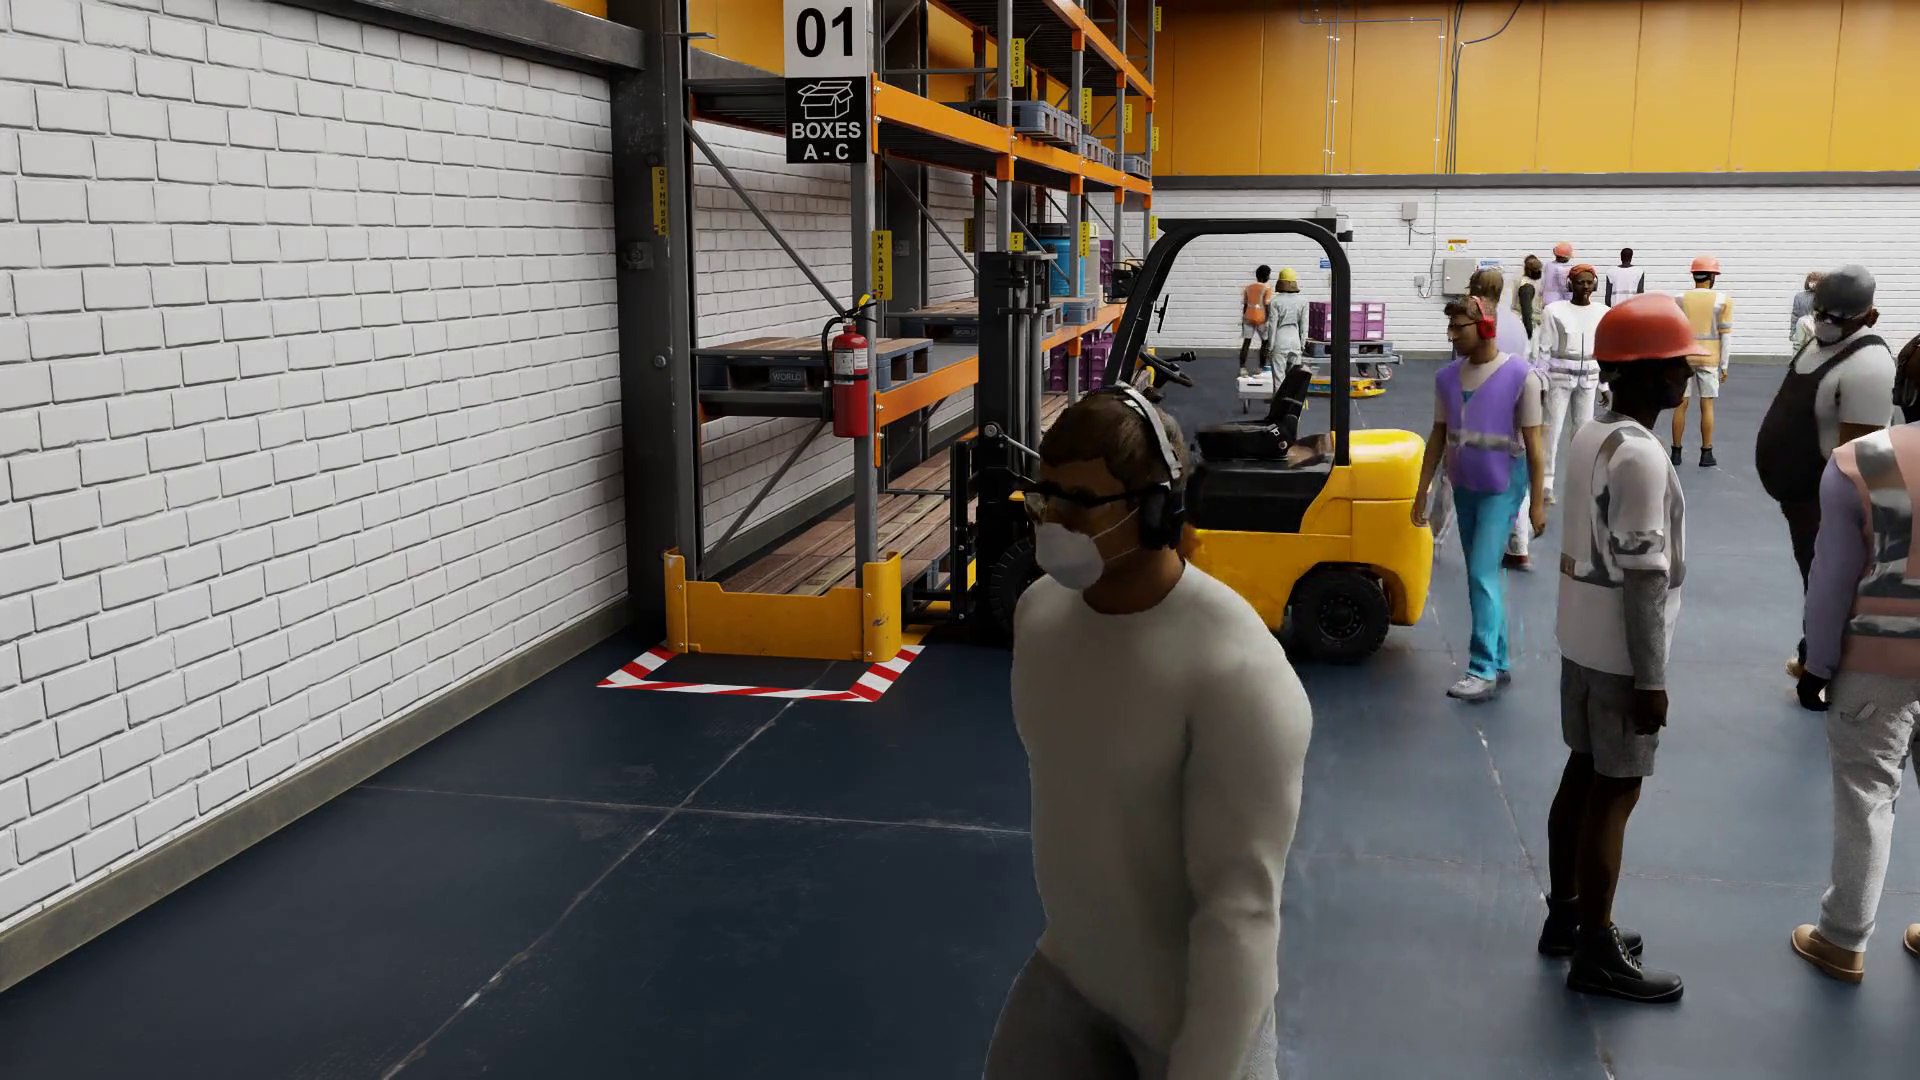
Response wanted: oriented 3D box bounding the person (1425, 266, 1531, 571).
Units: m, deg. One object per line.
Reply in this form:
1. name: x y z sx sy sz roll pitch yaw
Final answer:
1. person: 3.295 -0.787 10.648 0.630 1.893 1.009 -6 12 -29

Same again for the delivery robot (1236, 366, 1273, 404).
1. delivery robot: 3.648 -1.823 19.759 0.707 0.478 0.477 3 11 19

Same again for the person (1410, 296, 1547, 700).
1. person: 2.318 -0.185 7.584 0.712 1.819 0.604 -5 12 -28

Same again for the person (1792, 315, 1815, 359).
1. person: 7.889 -1.495 15.250 0.514 1.639 0.307 2 11 12

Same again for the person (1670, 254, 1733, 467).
1. person: 6.744 -1.638 15.216 0.548 1.934 0.374 6 12 30

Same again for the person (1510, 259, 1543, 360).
1. person: 7.620 -2.889 22.450 0.465 1.804 0.679 3 11 18

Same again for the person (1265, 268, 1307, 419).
1. person: 3.678 -2.201 18.828 0.494 1.743 0.304 -4 11 -19

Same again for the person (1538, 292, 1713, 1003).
1. person: 1.839 0.293 4.610 0.350 1.942 0.545 1 10 3

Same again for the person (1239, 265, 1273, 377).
1. person: 4.477 -3.281 24.931 0.747 1.652 0.642 -9 13 -40

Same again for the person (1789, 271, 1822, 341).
1. person: 11.344 -2.762 22.201 0.499 1.634 0.280 8 13 38

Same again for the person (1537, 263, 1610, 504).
1. person: 4.807 -1.214 13.034 0.572 1.883 0.354 0 10 -1

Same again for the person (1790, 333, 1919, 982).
1. person: 2.655 0.336 4.651 0.627 1.844 0.429 0 10 2

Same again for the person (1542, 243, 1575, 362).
1. person: 9.591 -3.793 26.898 0.517 1.991 0.748 -2 11 -12

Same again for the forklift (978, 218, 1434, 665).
1. forklift: 1.285 -0.567 8.635 2.313 2.155 1.214 2 11 11

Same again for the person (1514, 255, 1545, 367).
1. person: 8.651 -3.406 25.247 0.538 1.807 0.992 -1 10 -3

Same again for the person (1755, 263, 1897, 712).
1. person: 3.868 -0.288 7.524 0.533 2.000 0.846 2 11 12

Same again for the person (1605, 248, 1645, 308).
1. person: 10.720 -3.753 26.865 0.591 1.916 0.392 4 11 23

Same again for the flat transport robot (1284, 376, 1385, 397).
1. flat transport robot: 4.833 -2.053 22.054 1.431 0.197 0.652 6 12 32

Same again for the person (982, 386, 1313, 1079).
1. person: 0.246 0.709 2.527 1.051 1.877 0.639 -7 12 -33
